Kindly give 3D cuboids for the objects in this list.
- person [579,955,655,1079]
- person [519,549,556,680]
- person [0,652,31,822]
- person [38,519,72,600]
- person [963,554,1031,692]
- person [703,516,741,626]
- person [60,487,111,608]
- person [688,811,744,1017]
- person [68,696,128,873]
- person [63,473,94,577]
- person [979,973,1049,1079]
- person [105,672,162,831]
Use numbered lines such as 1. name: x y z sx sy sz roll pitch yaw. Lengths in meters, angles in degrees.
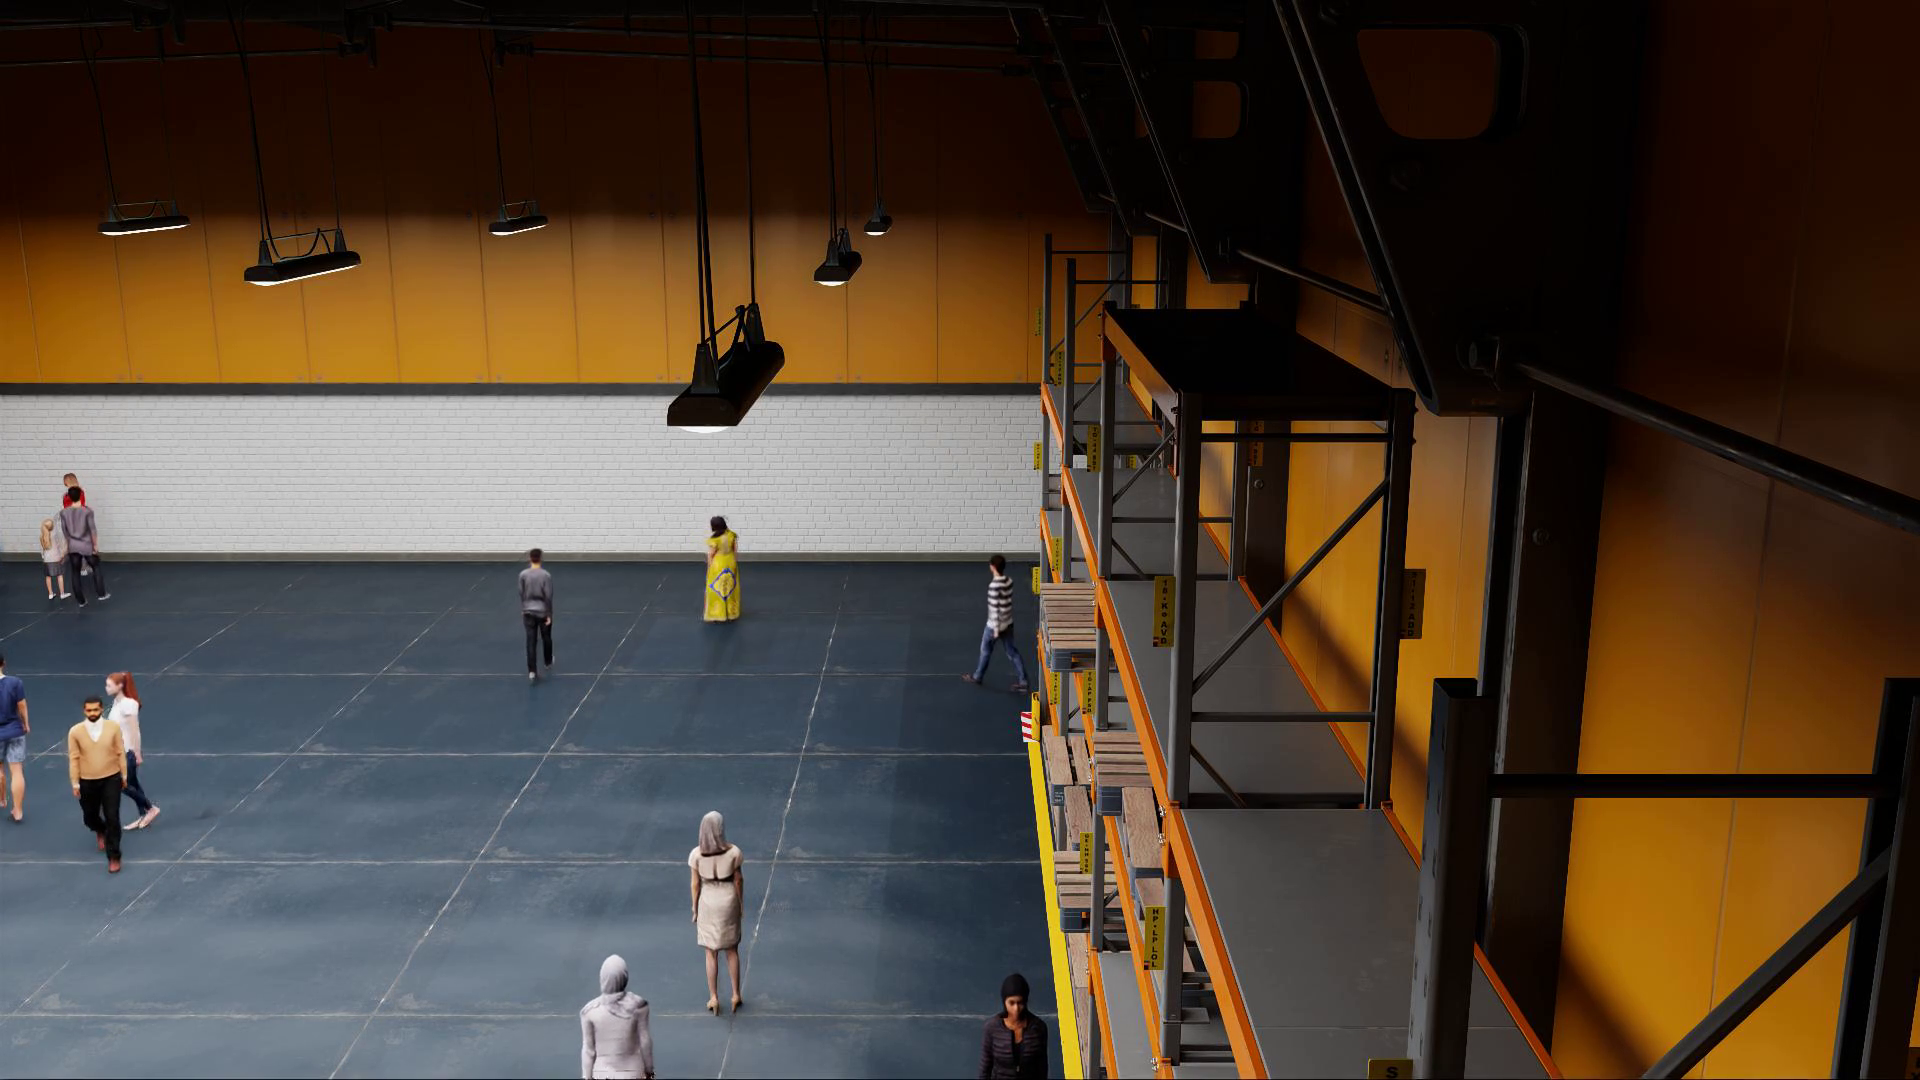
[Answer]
1. person: -2.287 3.663 11.118 0.731 1.759 0.870 -3 14 -12
2. person: -5.659 1.014 22.134 0.658 1.724 1.133 -1 14 -2
3. person: -10.060 2.081 17.528 0.966 1.817 1.105 -9 16 -33
4. person: -14.240 0.287 26.092 0.502 1.274 0.516 -1 14 -2
5. person: 0.605 1.126 21.513 1.188 1.798 1.229 10 17 35
6. person: -3.535 0.428 24.720 1.021 1.645 1.076 -7 15 -27
7. person: -13.553 0.126 25.582 0.758 1.826 0.868 -2 14 -10
8. person: -1.979 3.061 13.655 0.636 1.735 0.608 -3 14 -10
9. person: -8.539 2.374 16.497 0.920 1.734 1.155 -6 15 -24
10. person: -14.572 -0.264 27.456 0.720 1.703 0.520 3 14 11
11. person: 0.349 3.700 10.987 0.626 1.748 0.576 -1 14 -4
12. person: -8.550 2.183 17.304 0.769 1.725 0.707 -11 17 -37
